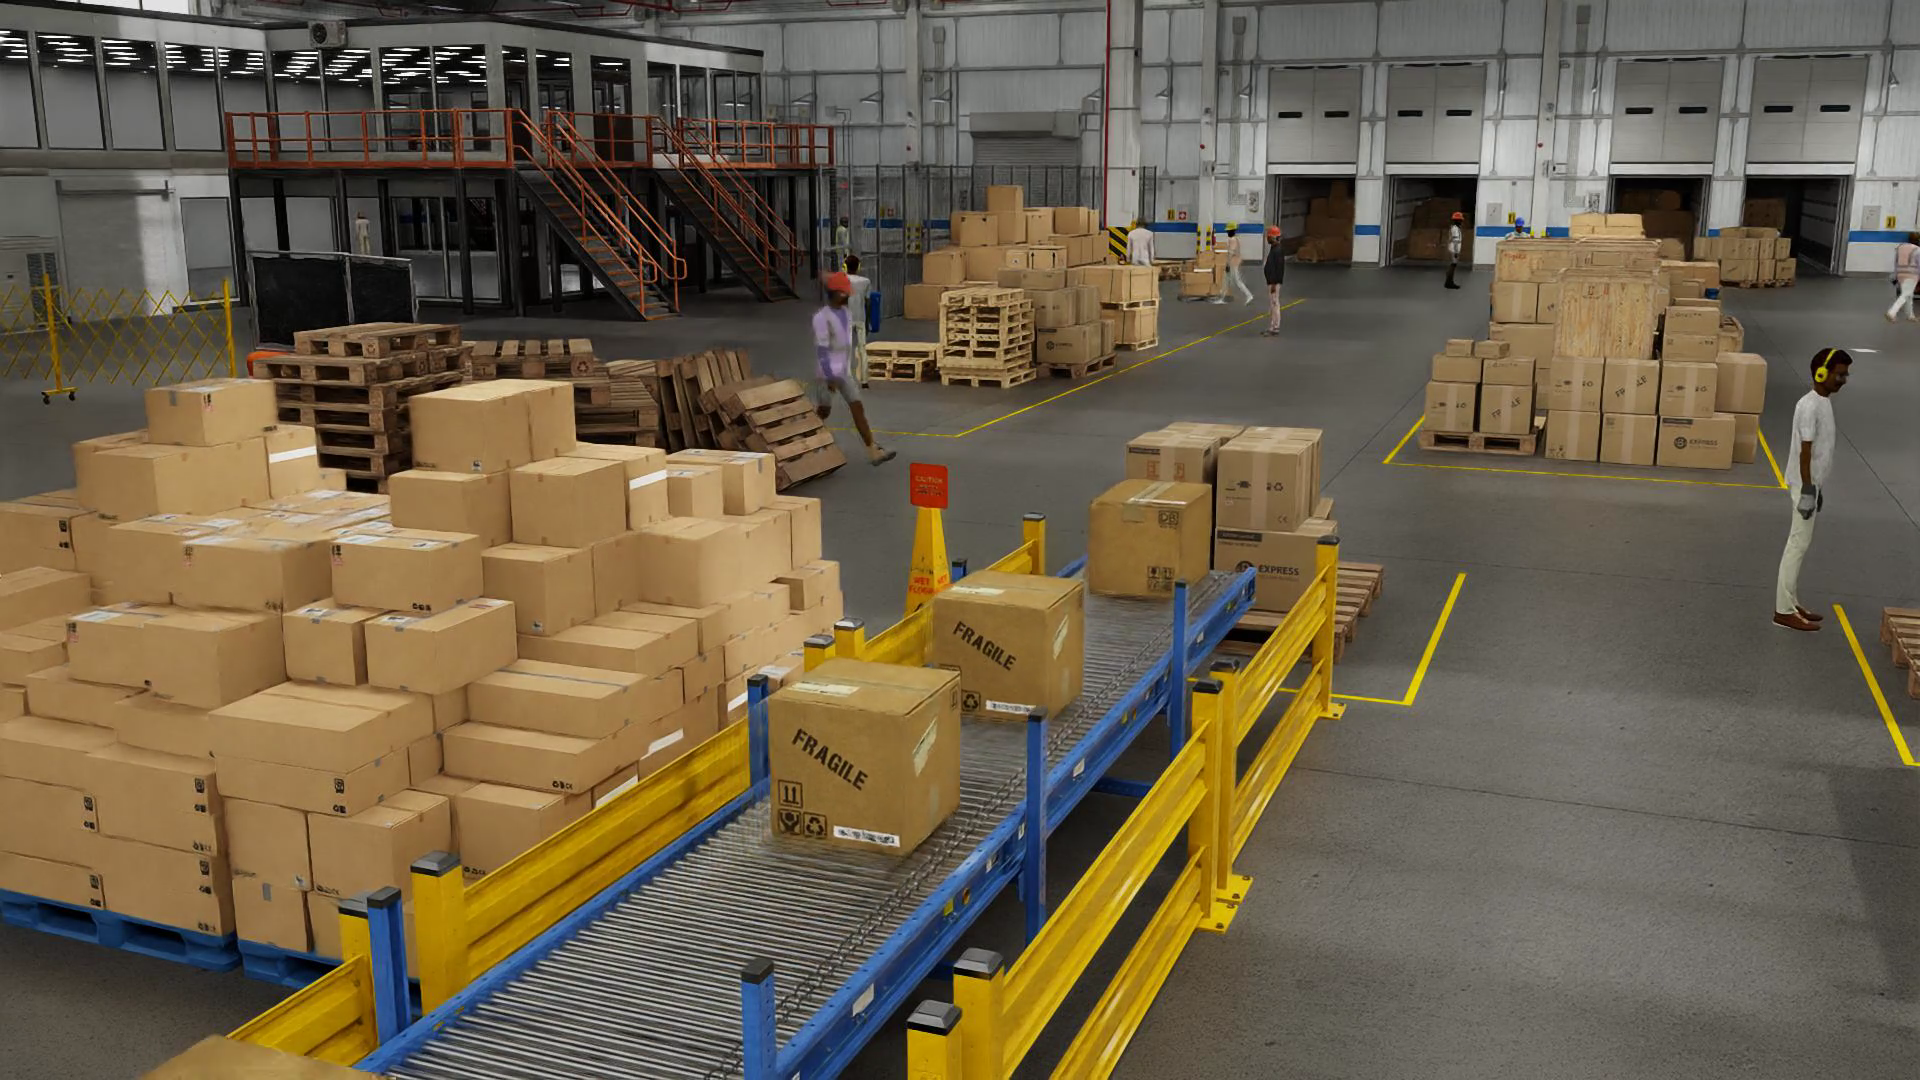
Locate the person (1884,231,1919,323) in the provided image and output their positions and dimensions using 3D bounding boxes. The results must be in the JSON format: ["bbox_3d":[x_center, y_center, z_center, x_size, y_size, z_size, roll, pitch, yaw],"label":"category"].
[{"bbox_3d":[18.704,-5.187,32.880,0.867,1.815,0.632,-3,13,-12],"label":"person"}]

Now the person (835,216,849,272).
[{"bbox_3d":[-2.932,-7.260,42.114,0.430,1.838,0.619,-3,13,-12],"label":"person"}]

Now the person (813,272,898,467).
[{"bbox_3d":[-1.146,-1.694,16.794,1.028,1.987,0.625,8,15,33],"label":"person"}]

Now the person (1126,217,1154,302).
[{"bbox_3d":[4.141,-6.451,38.299,0.646,1.934,0.388,4,13,17],"label":"person"}]

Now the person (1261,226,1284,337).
[{"bbox_3d":[5.678,-4.682,30.187,0.389,1.992,0.625,2,13,7],"label":"person"}]

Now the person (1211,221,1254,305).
[{"bbox_3d":[6.133,-6.194,37.208,0.887,1.887,0.587,2,13,8],"label":"person"}]

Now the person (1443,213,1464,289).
[{"bbox_3d":[12.641,-7.384,42.504,0.394,1.912,0.625,1,13,4],"label":"person"}]

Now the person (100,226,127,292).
[{"bbox_3d":[-20.420,-6.831,40.132,0.669,1.850,1.016,-4,13,-15],"label":"person"}]

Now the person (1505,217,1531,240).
[{"bbox_3d":[12.550,-6.287,37.497,0.612,1.946,0.405,0,13,1],"label":"person"}]

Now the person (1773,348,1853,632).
[{"bbox_3d":[5.639,-0.339,11.008,0.328,1.865,0.520,8,15,31],"label":"person"}]

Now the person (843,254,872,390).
[{"bbox_3d":[-1.462,-3.002,22.962,0.507,1.862,0.331,-2,13,-8],"label":"person"}]
